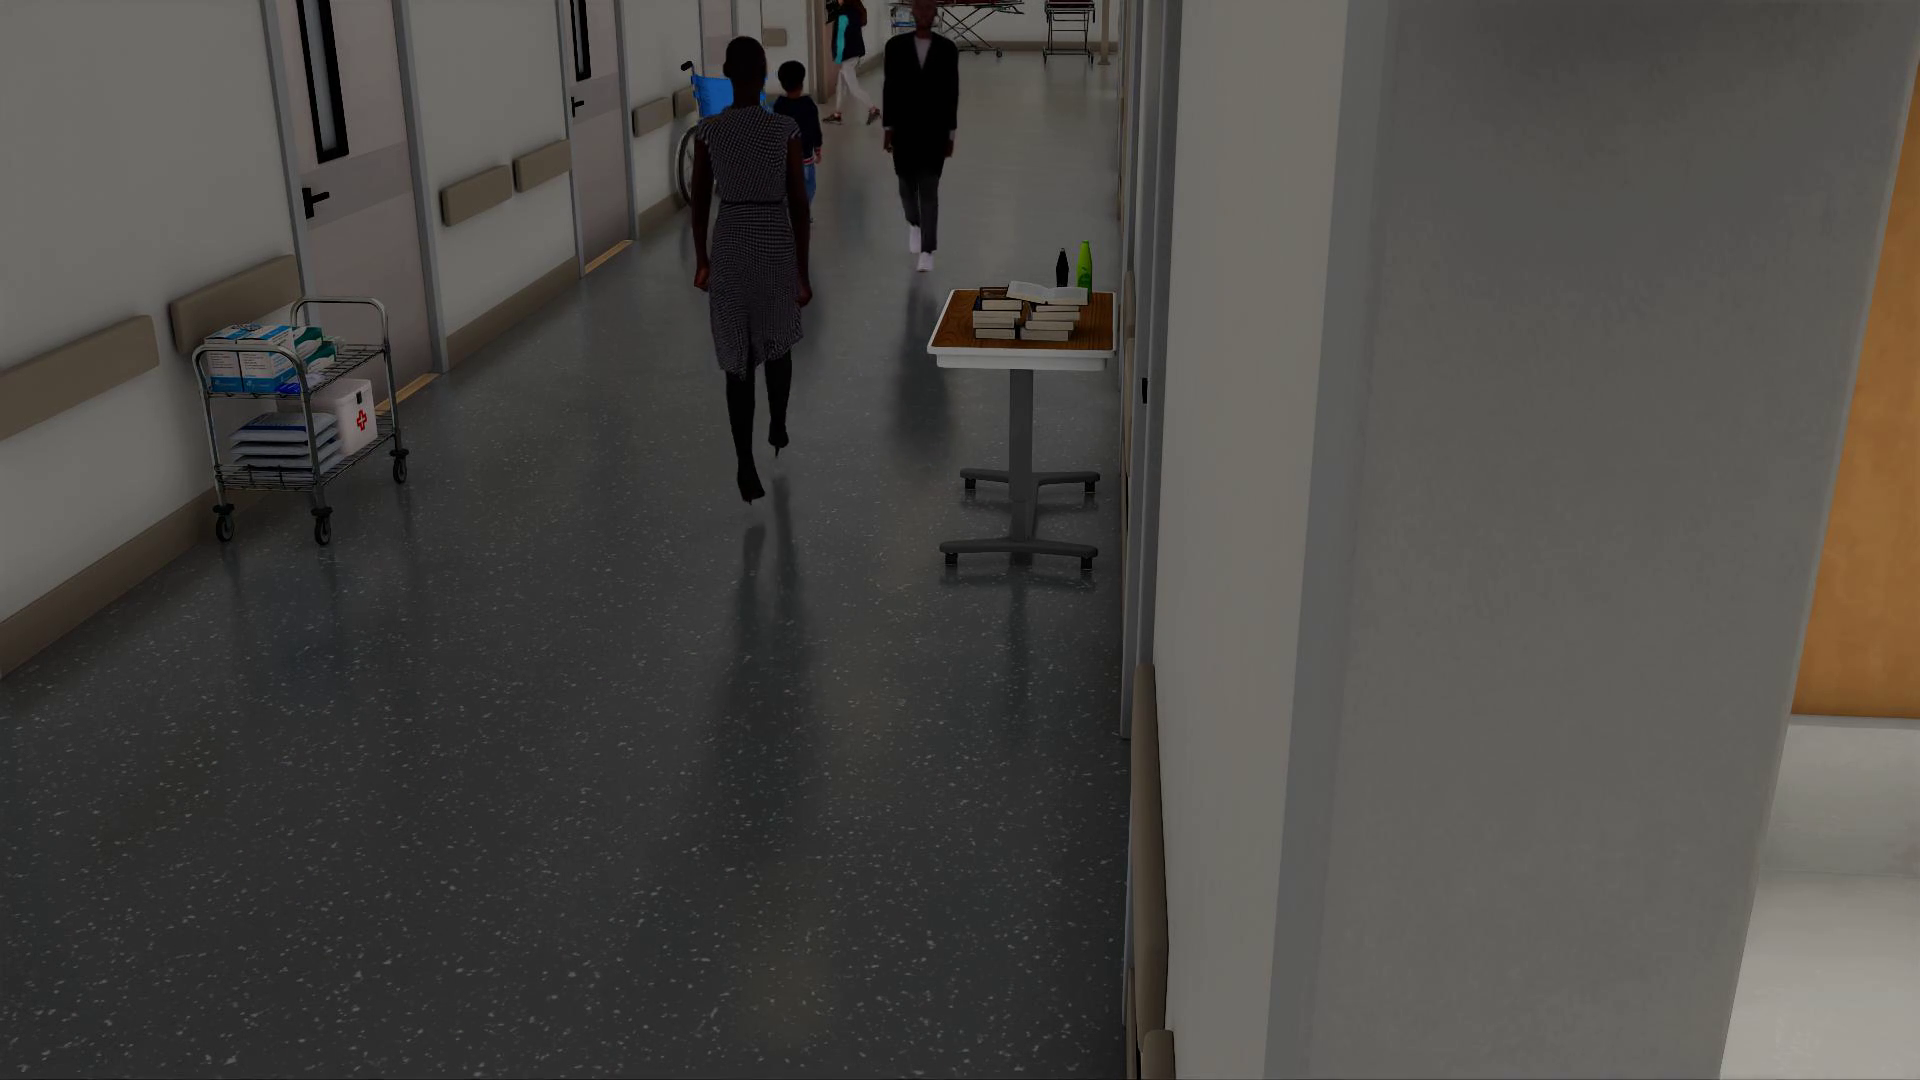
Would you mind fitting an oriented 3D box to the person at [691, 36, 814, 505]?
[{"bbox_3d":[-0.817,-0.980,6.422,0.715,1.735,1.176,0,21,0],"label":"person"}]

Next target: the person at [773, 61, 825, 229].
[{"bbox_3d":[-1.199,-2.844,12.072,0.556,1.219,0.524,5,21,13],"label":"person"}]

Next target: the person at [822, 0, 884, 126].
[{"bbox_3d":[-1.141,-5.201,17.935,0.765,1.473,0.947,6,22,16],"label":"person"}]

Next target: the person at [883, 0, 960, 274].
[{"bbox_3d":[-0.262,-2.641,10.819,0.619,1.727,1.152,2,21,5],"label":"person"}]
